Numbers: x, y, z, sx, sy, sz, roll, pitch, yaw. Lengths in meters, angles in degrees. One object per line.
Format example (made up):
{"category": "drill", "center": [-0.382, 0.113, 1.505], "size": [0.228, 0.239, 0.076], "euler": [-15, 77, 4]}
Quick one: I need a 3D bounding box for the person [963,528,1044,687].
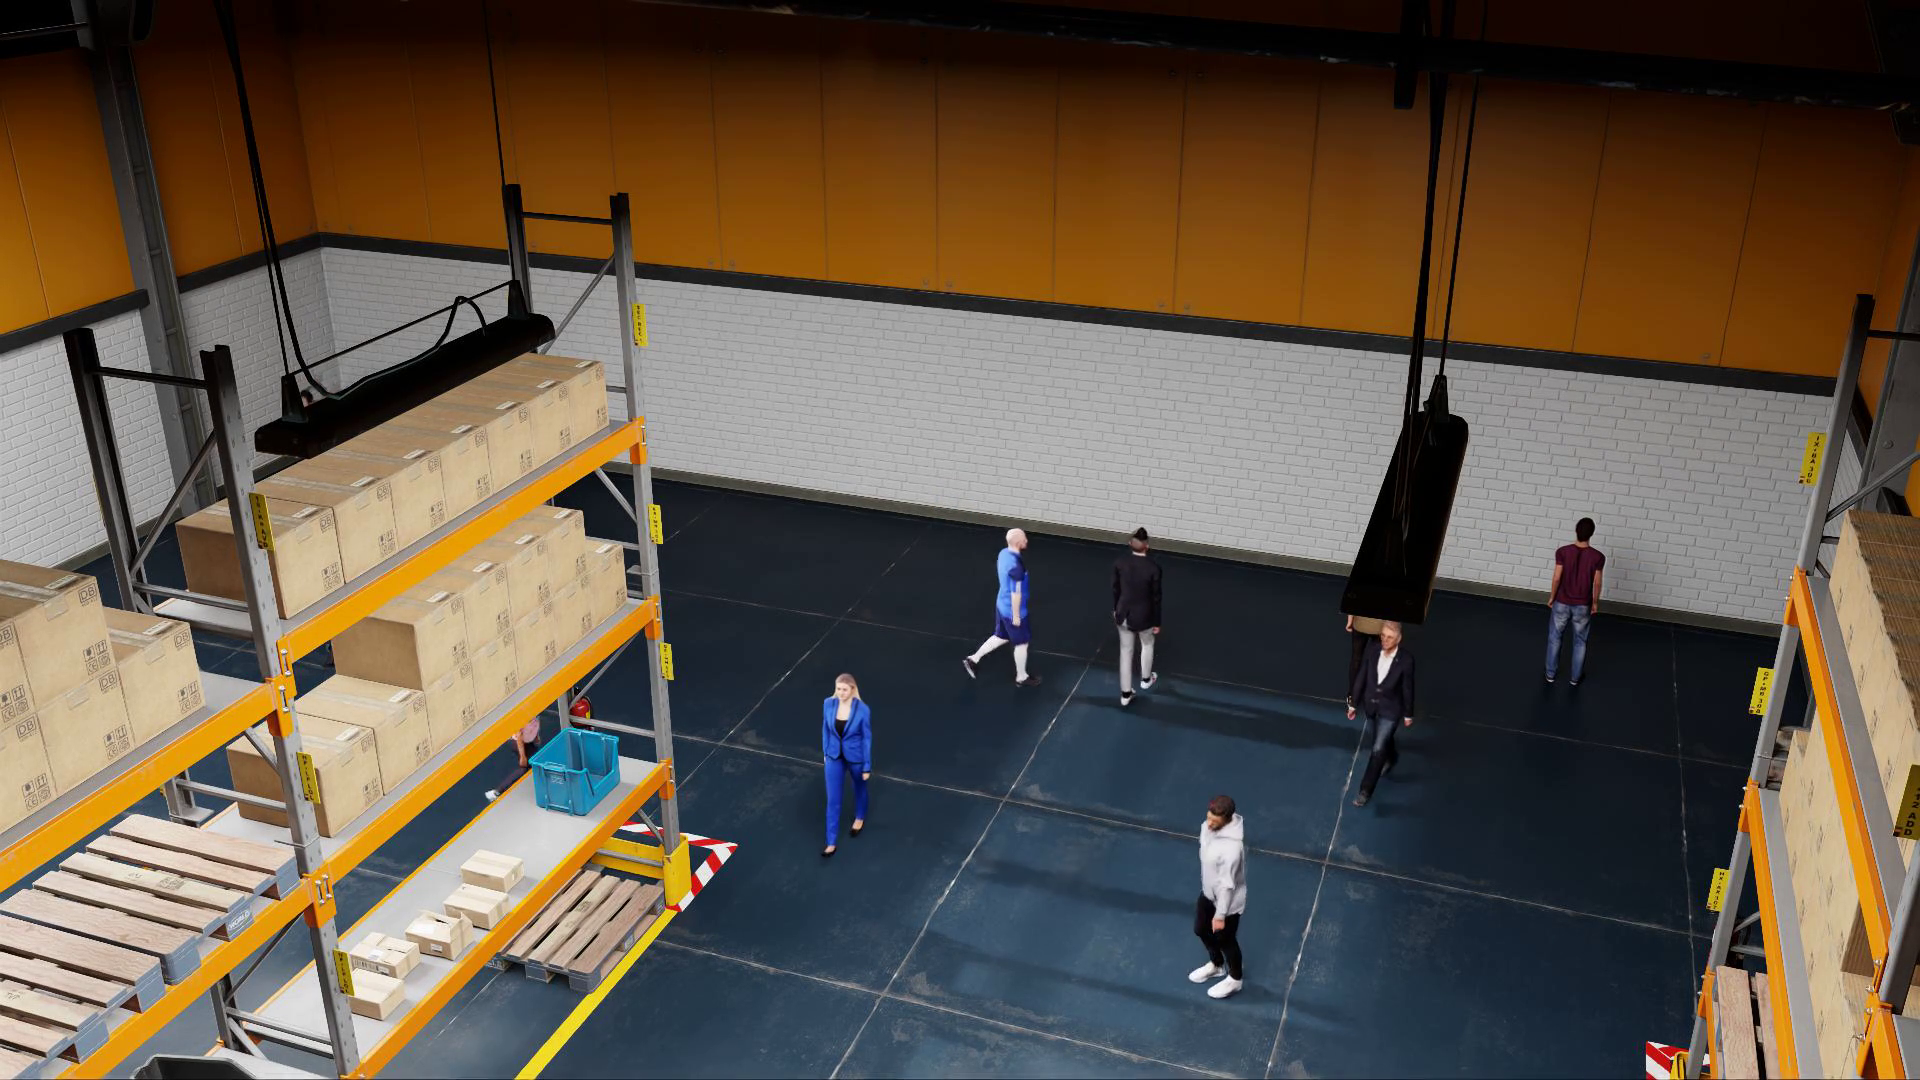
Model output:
{"category": "person", "center": [0.470, 0.728, 17.306], "size": [1.125, 1.822, 1.139], "euler": [-7, 25, -16]}

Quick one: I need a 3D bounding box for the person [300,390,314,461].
{"category": "person", "center": [-8.578, -1.271, 22.267], "size": [0.793, 1.512, 1.131], "euler": [1, 24, 2]}

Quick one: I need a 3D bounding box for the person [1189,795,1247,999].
{"category": "person", "center": [2.062, 2.698, 12.725], "size": [0.926, 1.881, 0.859], "euler": [-4, 24, -8]}

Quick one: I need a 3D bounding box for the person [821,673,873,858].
{"category": "person", "center": [-0.958, 1.914, 14.787], "size": [0.719, 1.666, 1.079], "euler": [6, 24, 13]}

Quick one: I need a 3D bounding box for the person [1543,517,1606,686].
{"category": "person", "center": [6.450, 0.635, 17.478], "size": [0.646, 1.853, 0.540], "euler": [9, 25, 20]}

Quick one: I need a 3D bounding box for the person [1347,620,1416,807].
{"category": "person", "center": [3.990, 1.525, 15.545], "size": [0.989, 1.771, 1.277], "euler": [21, 31, 39]}

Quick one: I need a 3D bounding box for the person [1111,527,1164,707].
{"category": "person", "center": [1.768, 0.798, 17.006], "size": [0.759, 1.933, 0.924], "euler": [10, 25, 21]}
